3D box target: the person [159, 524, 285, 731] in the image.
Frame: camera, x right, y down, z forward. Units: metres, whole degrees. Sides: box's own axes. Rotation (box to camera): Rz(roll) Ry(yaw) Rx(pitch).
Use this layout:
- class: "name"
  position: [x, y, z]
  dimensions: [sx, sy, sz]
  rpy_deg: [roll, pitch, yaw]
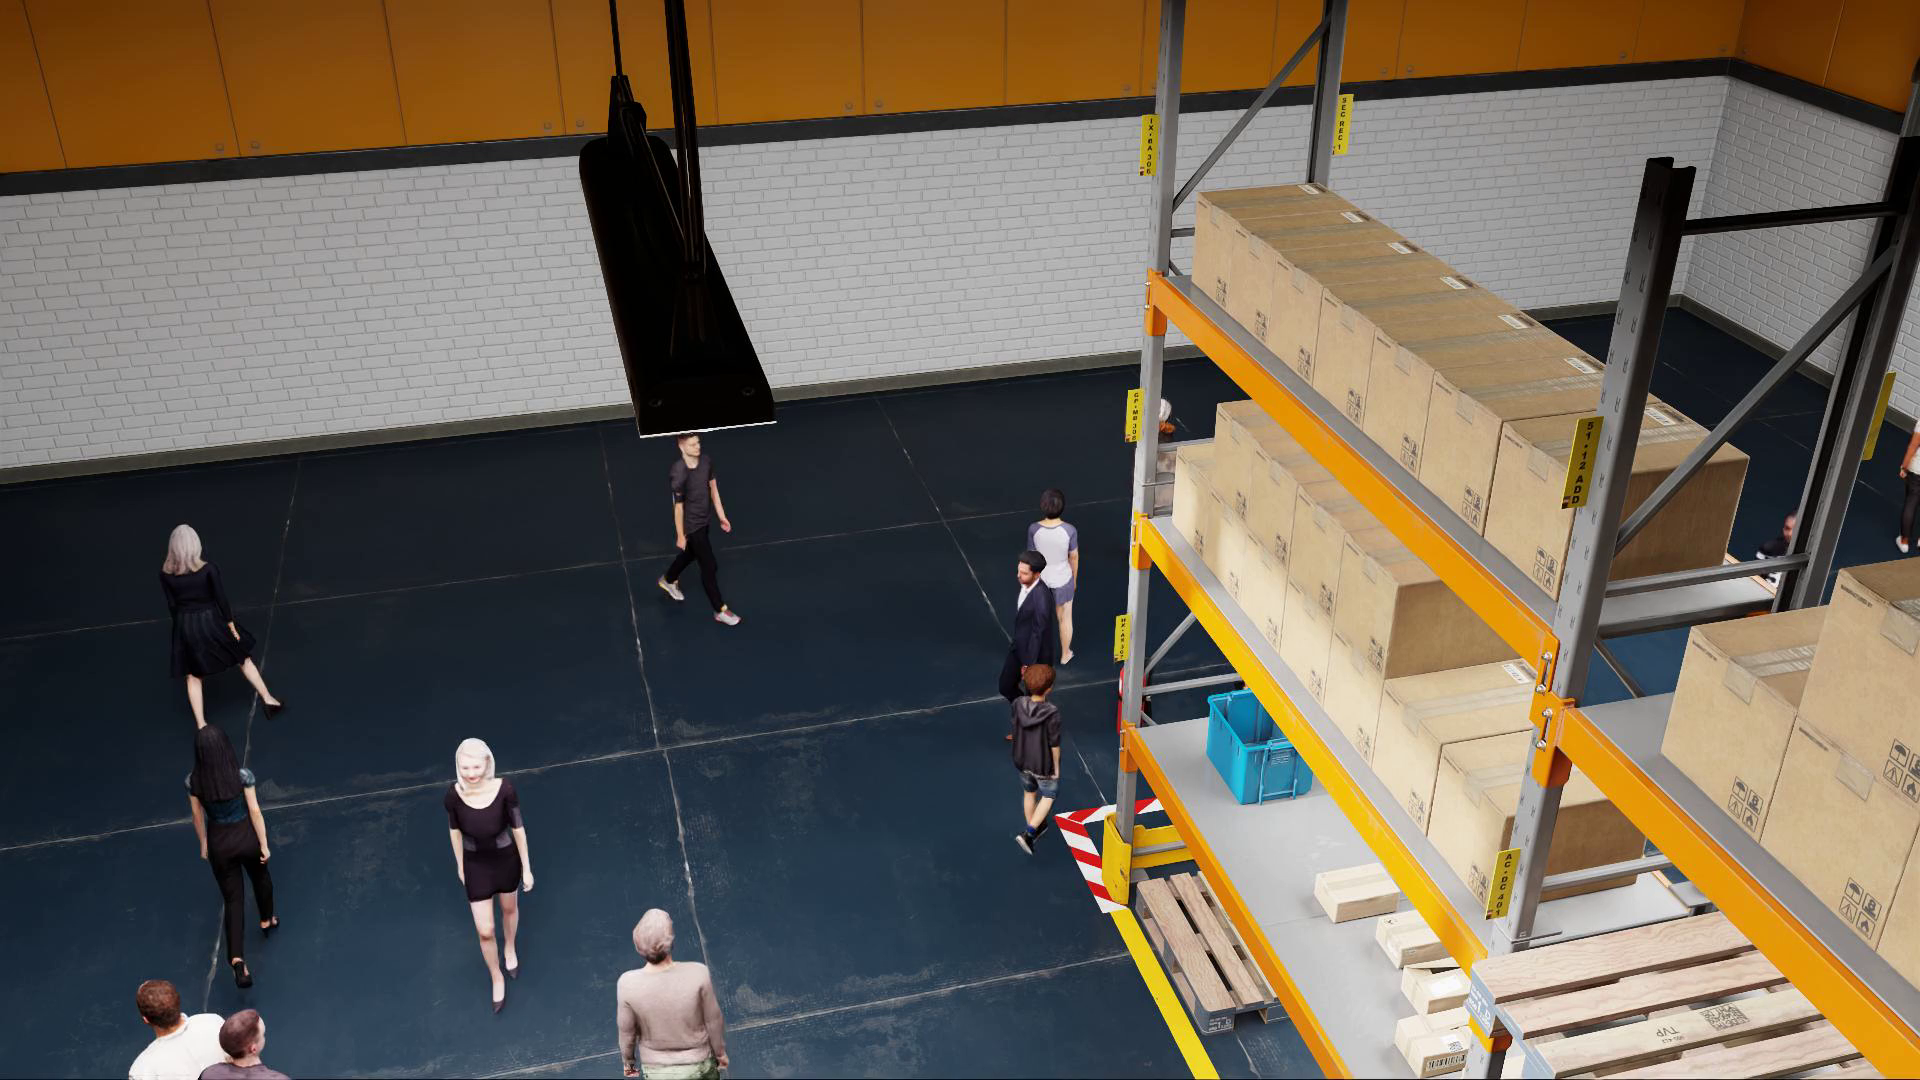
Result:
- class: "person"
  position: [-5.580, 0.696, 12.342]
  dimensions: [0.802, 1.723, 0.652]
  rpy_deg: [-7, 29, -12]

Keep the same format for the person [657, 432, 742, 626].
- class: "person"
  position: [-2.269, -0.151, 13.887]
  dimensions: [1.171, 1.730, 1.153]
  rpy_deg: [13, 31, 22]

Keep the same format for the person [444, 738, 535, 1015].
- class: "person"
  position: [-2.816, 1.910, 10.024]
  dimensions: [0.593, 1.812, 0.769]
  rpy_deg: [-9, 30, -17]

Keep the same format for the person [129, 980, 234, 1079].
- class: "person"
  position: [-3.642, 2.928, 8.137]
  dimensions: [1.128, 1.831, 1.009]
  rpy_deg: [21, 35, 33]

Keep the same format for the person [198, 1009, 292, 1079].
- class: "person"
  position: [-3.365, 3.067, 7.907]
  dimensions: [1.011, 1.808, 1.166]
  rpy_deg: [8, 30, 14]

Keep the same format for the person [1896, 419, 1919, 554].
- class: "person"
  position: [8.633, -0.584, 14.781]
  dimensions: [0.740, 1.634, 0.798]
  rpy_deg: [10, 30, 18]

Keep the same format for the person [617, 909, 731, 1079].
- class: "person"
  position: [-1.437, 2.720, 8.487]
  dimensions: [0.716, 1.862, 0.718]
  rpy_deg: [-5, 29, -10]

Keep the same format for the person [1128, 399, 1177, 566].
- class: "person"
  position: [1.641, -0.478, 14.598]
  dimensions: [0.807, 1.624, 0.716]
  rpy_deg: [-23, 36, -35]

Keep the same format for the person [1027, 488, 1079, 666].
- class: "person"
  position: [0.733, 0.287, 13.256]
  dimensions: [0.634, 1.566, 0.634]
  rpy_deg: [3, 29, 6]

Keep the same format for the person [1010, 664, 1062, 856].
- class: "person"
  position: [0.480, 1.502, 11.165]
  dimensions: [0.782, 1.436, 0.839]
  rpy_deg: [18, 33, 29]

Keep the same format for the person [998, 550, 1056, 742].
- class: "person"
  position: [0.611, 0.817, 12.137]
  dimensions: [0.731, 1.709, 0.572]
  rpy_deg: [-11, 30, -19]

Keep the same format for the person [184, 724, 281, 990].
- class: "person"
  position: [-4.404, 1.932, 10.097]
  dimensions: [0.565, 1.703, 1.047]
  rpy_deg: [-7, 29, -13]
